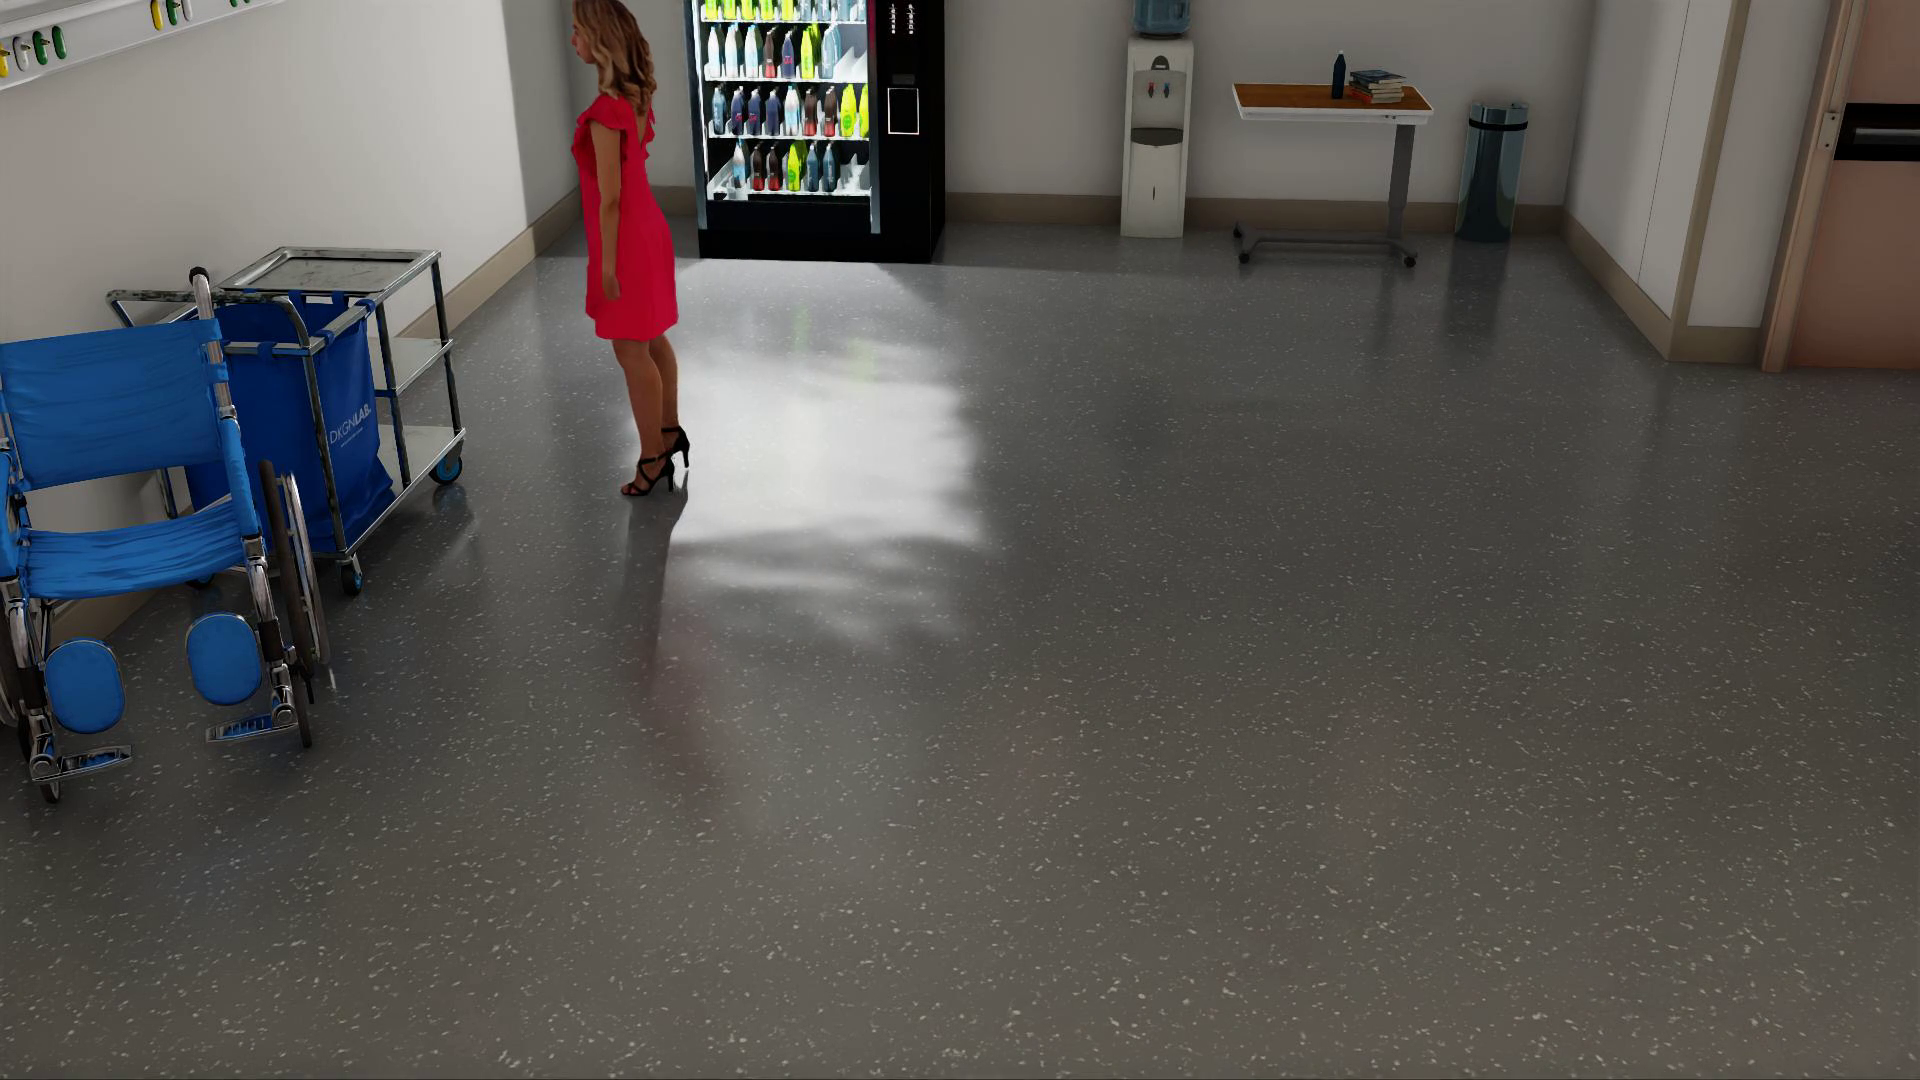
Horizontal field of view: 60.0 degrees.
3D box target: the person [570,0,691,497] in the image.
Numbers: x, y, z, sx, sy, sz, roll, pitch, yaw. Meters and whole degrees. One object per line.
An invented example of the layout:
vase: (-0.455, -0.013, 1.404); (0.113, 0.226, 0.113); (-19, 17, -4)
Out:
person: (-1.117, -0.999, 5.746); (0.539, 1.723, 0.583); (4, 26, 8)
